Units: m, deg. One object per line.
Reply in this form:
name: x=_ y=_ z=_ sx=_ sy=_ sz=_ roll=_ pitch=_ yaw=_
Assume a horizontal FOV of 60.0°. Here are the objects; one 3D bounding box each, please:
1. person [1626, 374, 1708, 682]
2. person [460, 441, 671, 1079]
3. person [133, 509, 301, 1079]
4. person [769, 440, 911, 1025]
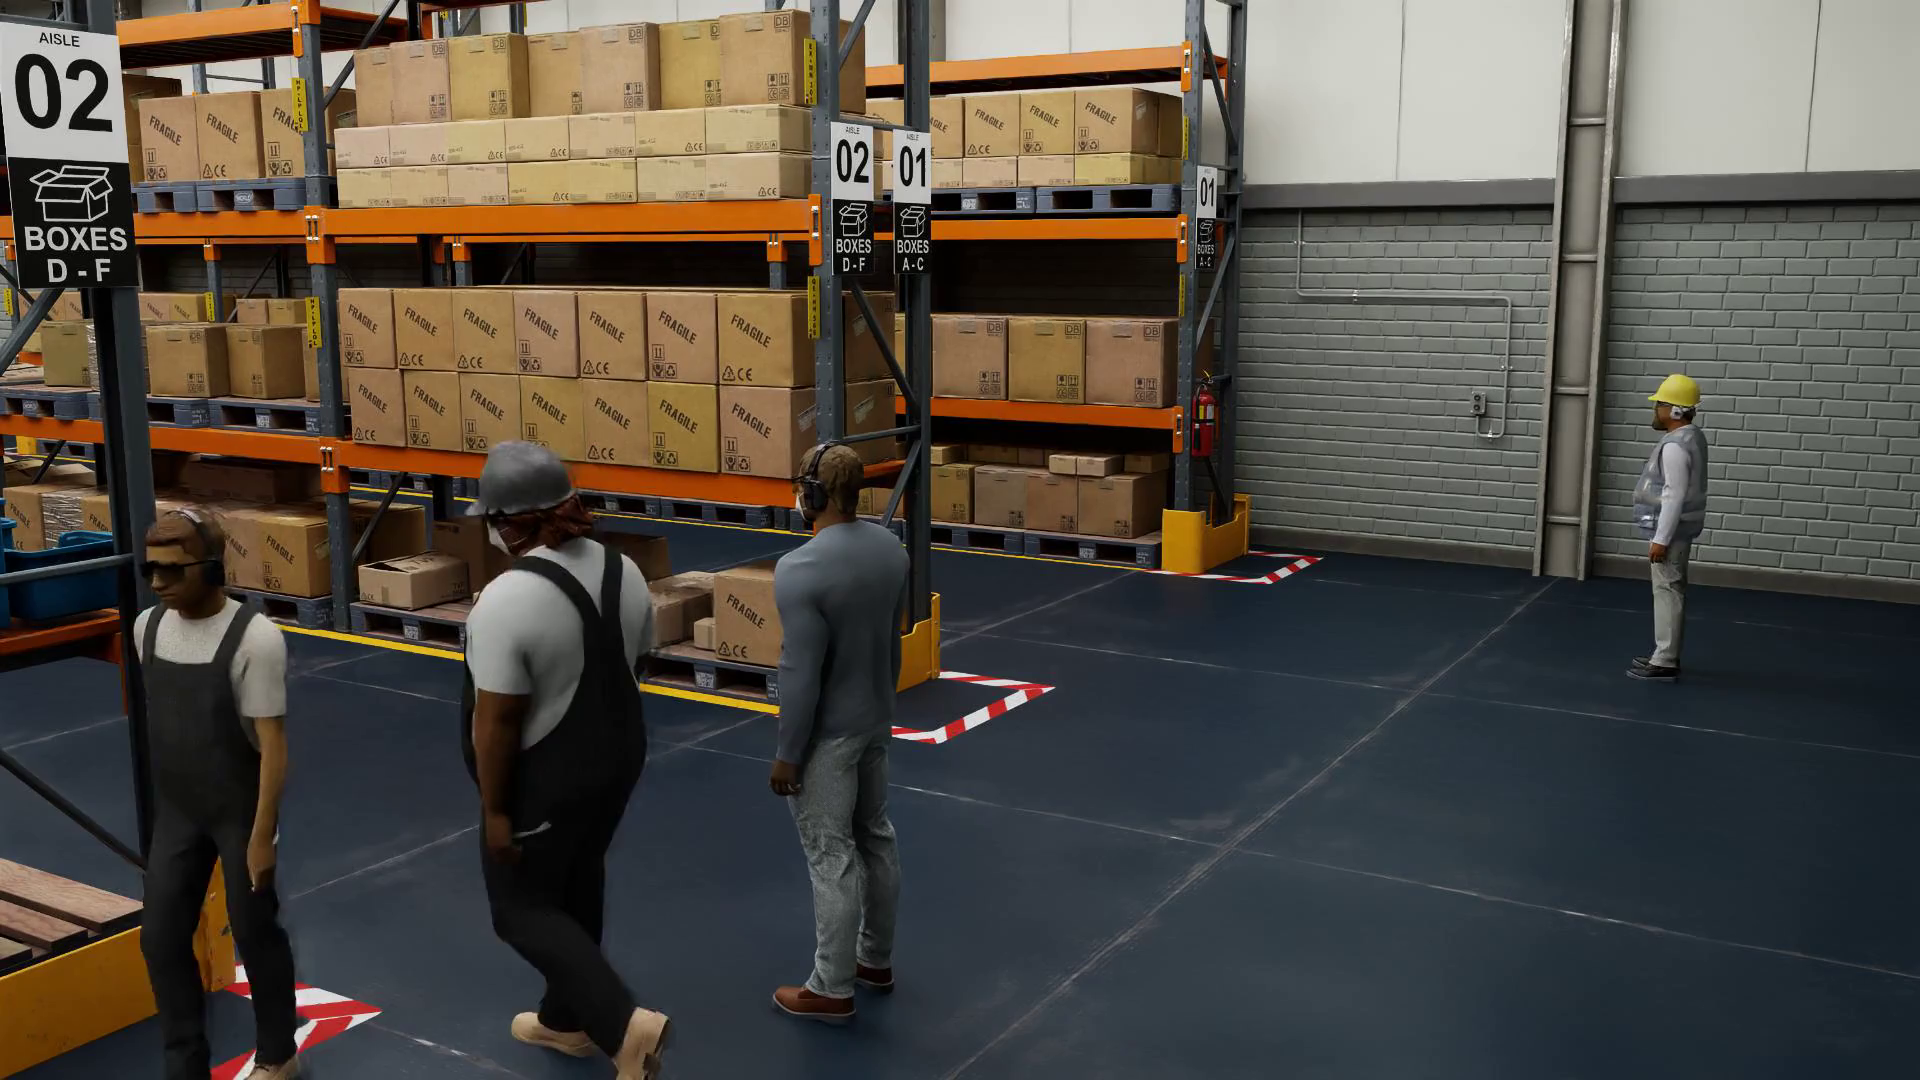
person: x=4.236 y=-0.071 z=9.956 sx=0.404 sy=1.836 sz=0.594 roll=6 pitch=11 yaw=30
person: x=-1.163 y=0.675 z=4.986 sx=0.785 sy=2.000 sz=0.681 roll=6 pitch=11 yaw=31
person: x=-2.181 y=0.816 z=4.793 sx=0.522 sy=1.818 sz=0.635 roll=2 pitch=10 yaw=14
person: x=-0.410 y=0.633 z=5.533 sx=0.370 sy=1.939 sz=0.631 roll=6 pitch=11 yaw=30
